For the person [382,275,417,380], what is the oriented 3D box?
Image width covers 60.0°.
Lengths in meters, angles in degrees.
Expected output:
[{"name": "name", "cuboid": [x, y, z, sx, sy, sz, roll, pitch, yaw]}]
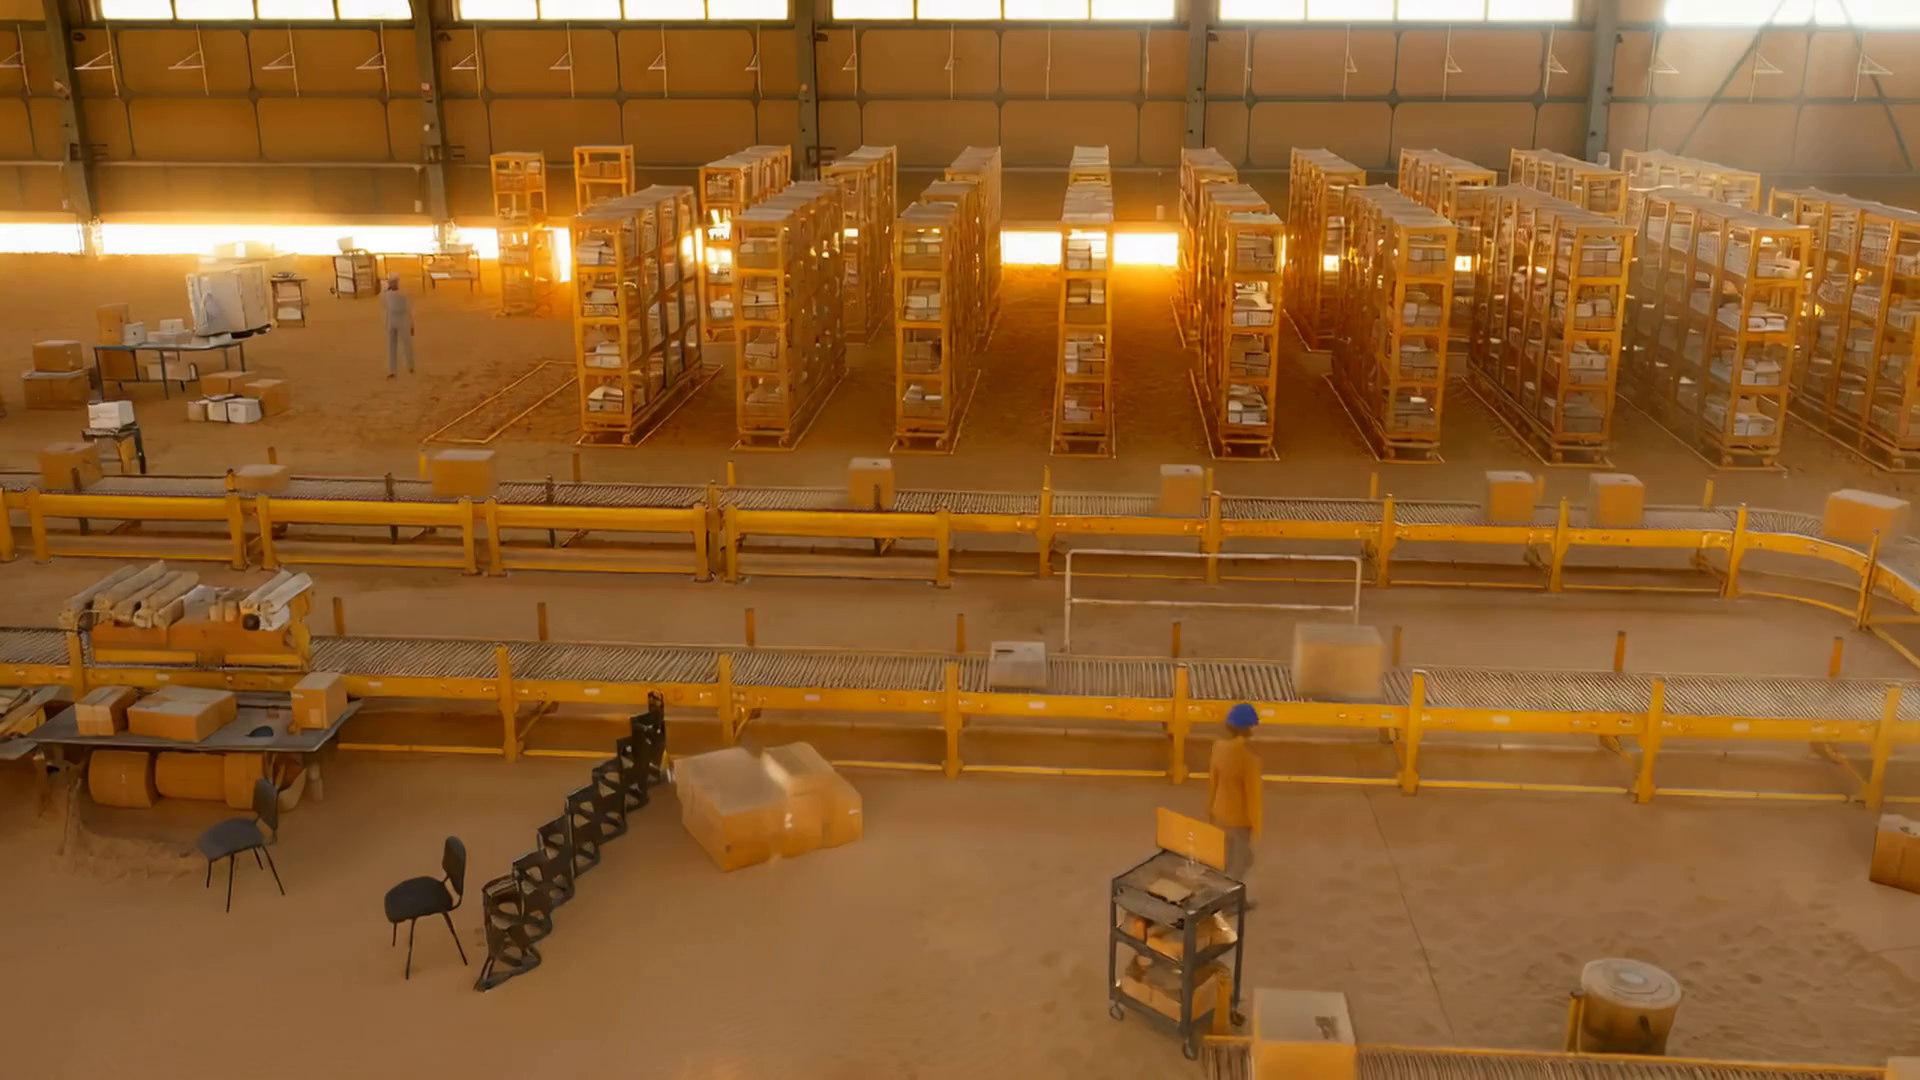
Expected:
[{"name": "person", "cuboid": [-10.421, -3.950, 30.906, 0.646, 1.933, 0.974, 1, 18, 4]}]

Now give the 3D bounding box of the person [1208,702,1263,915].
[{"name": "person", "cuboid": [1.958, 2.035, 12.236, 0.683, 1.745, 0.532, -8, 19, -24]}]
